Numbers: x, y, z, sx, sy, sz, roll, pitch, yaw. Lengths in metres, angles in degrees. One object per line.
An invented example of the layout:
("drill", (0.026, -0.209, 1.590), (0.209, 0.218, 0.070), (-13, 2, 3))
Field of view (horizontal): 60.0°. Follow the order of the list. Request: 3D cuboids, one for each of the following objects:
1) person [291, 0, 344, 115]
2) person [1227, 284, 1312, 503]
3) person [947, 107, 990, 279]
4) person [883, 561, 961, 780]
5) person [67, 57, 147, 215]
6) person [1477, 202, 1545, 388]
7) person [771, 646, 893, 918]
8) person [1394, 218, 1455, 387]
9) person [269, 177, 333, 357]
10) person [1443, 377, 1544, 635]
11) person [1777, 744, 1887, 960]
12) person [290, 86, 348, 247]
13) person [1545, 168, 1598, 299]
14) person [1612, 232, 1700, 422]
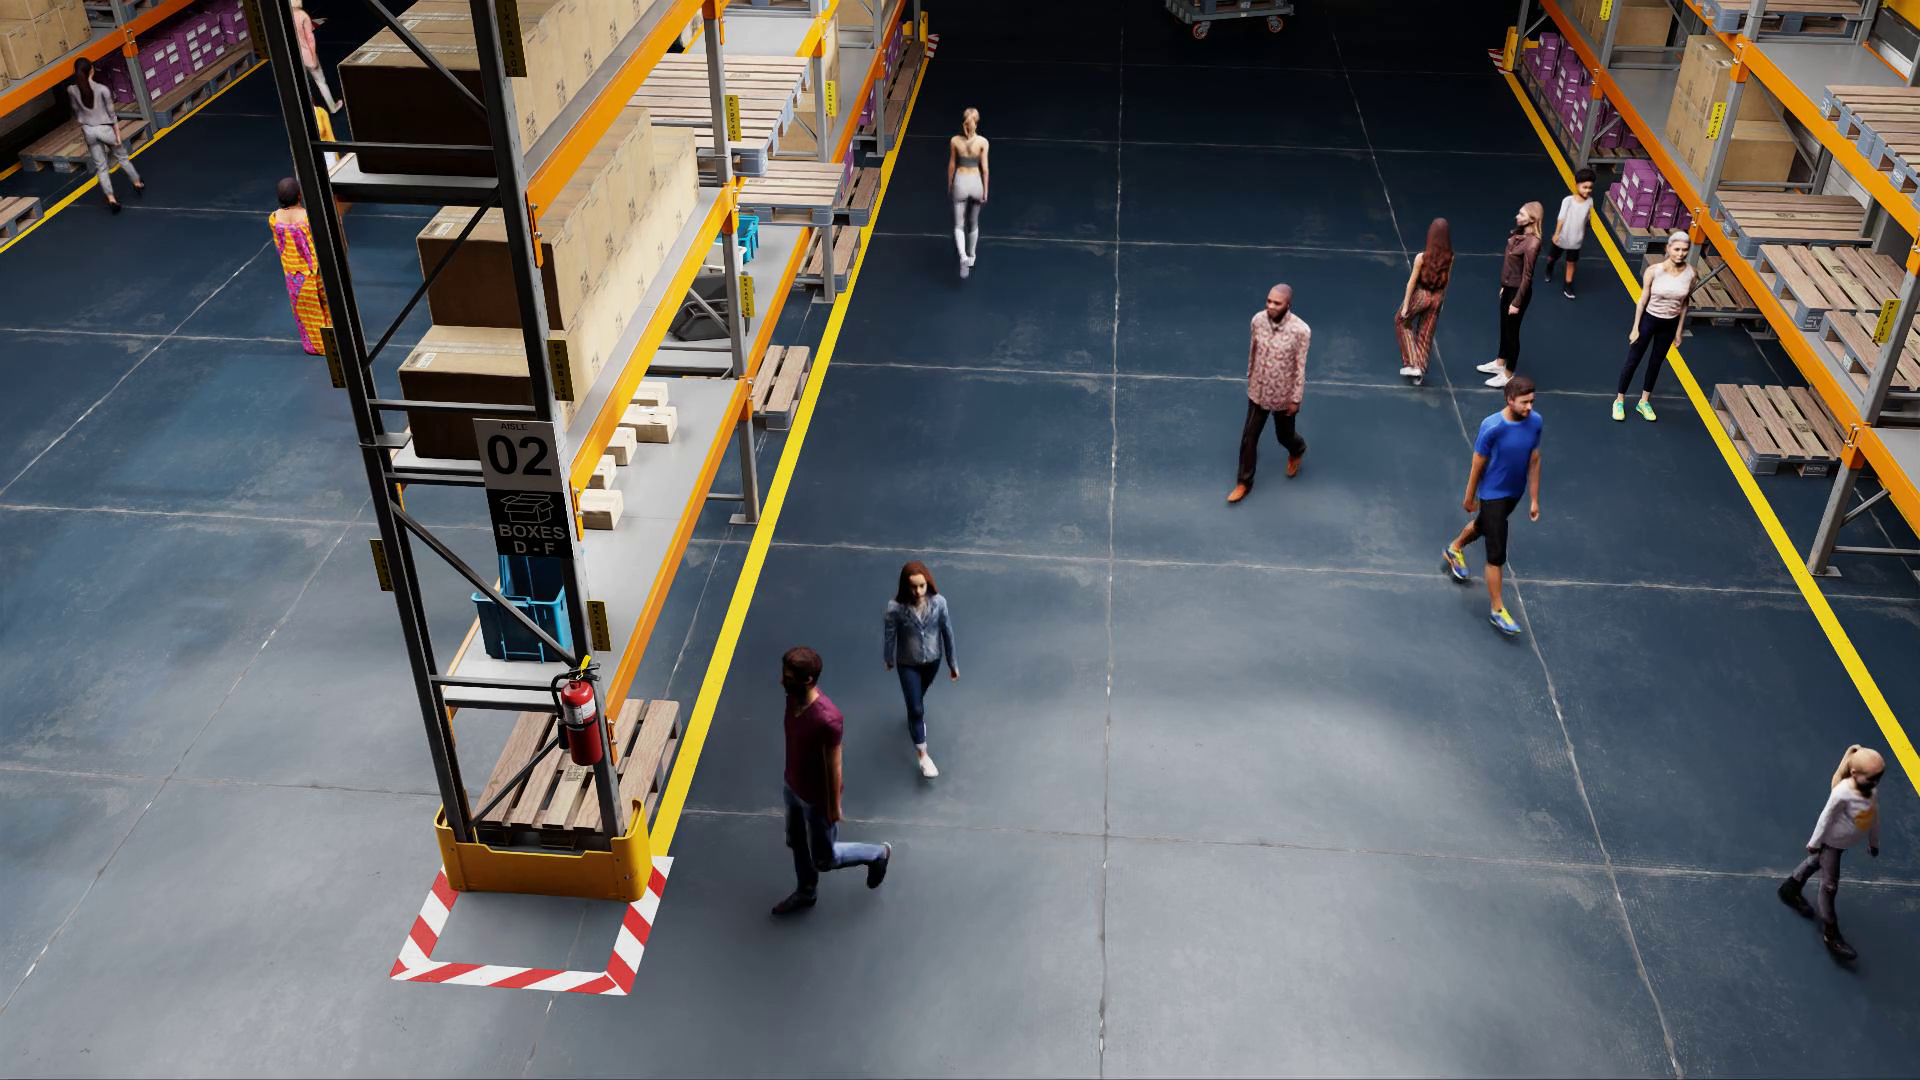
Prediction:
("person", (-7.970, -5.779, 20.033), (0.654, 1.682, 1.067), (5, 34, 7))
("person", (2.506, -1.184, 13.031), (1.026, 1.781, 1.231), (20, 39, 28))
("person", (0.066, -3.426, 16.488), (0.608, 1.687, 0.994), (1, 34, 1))
("person", (-0.278, 0.707, 10.492), (0.847, 1.442, 1.053), (-13, 36, -18))
("person", (-9.247, -4.305, 17.844), (0.760, 1.650, 1.019), (-4, 34, -6))
("person", (4.876, -2.164, 14.575), (0.674, 1.704, 0.455), (1, 34, 1))
("person", (-0.736, 1.328, 9.200), (1.046, 1.839, 1.017), (-20, 39, -28))
("person", (4.101, -2.052, 14.540), (0.666, 1.556, 0.713), (-7, 34, -10))
("person", (-5.933, -2.516, 15.123), (0.629, 1.683, 0.624), (3, 34, 4))
("person", (3.763, -0.363, 11.761), (1.010, 1.819, 1.342), (-11, 35, -17))
("person", (4.840, 1.626, 9.278), (0.754, 1.255, 0.898), (-16, 37, -23))
("person", (-6.622, -3.896, 17.171), (0.900, 1.714, 1.178), (-10, 35, -15))
("person", (5.975, -3.042, 16.307), (0.505, 1.248, 0.758), (1, 34, 2))
("person", (5.887, -1.813, 14.048), (0.594, 1.701, 0.535), (1, 34, 2))
